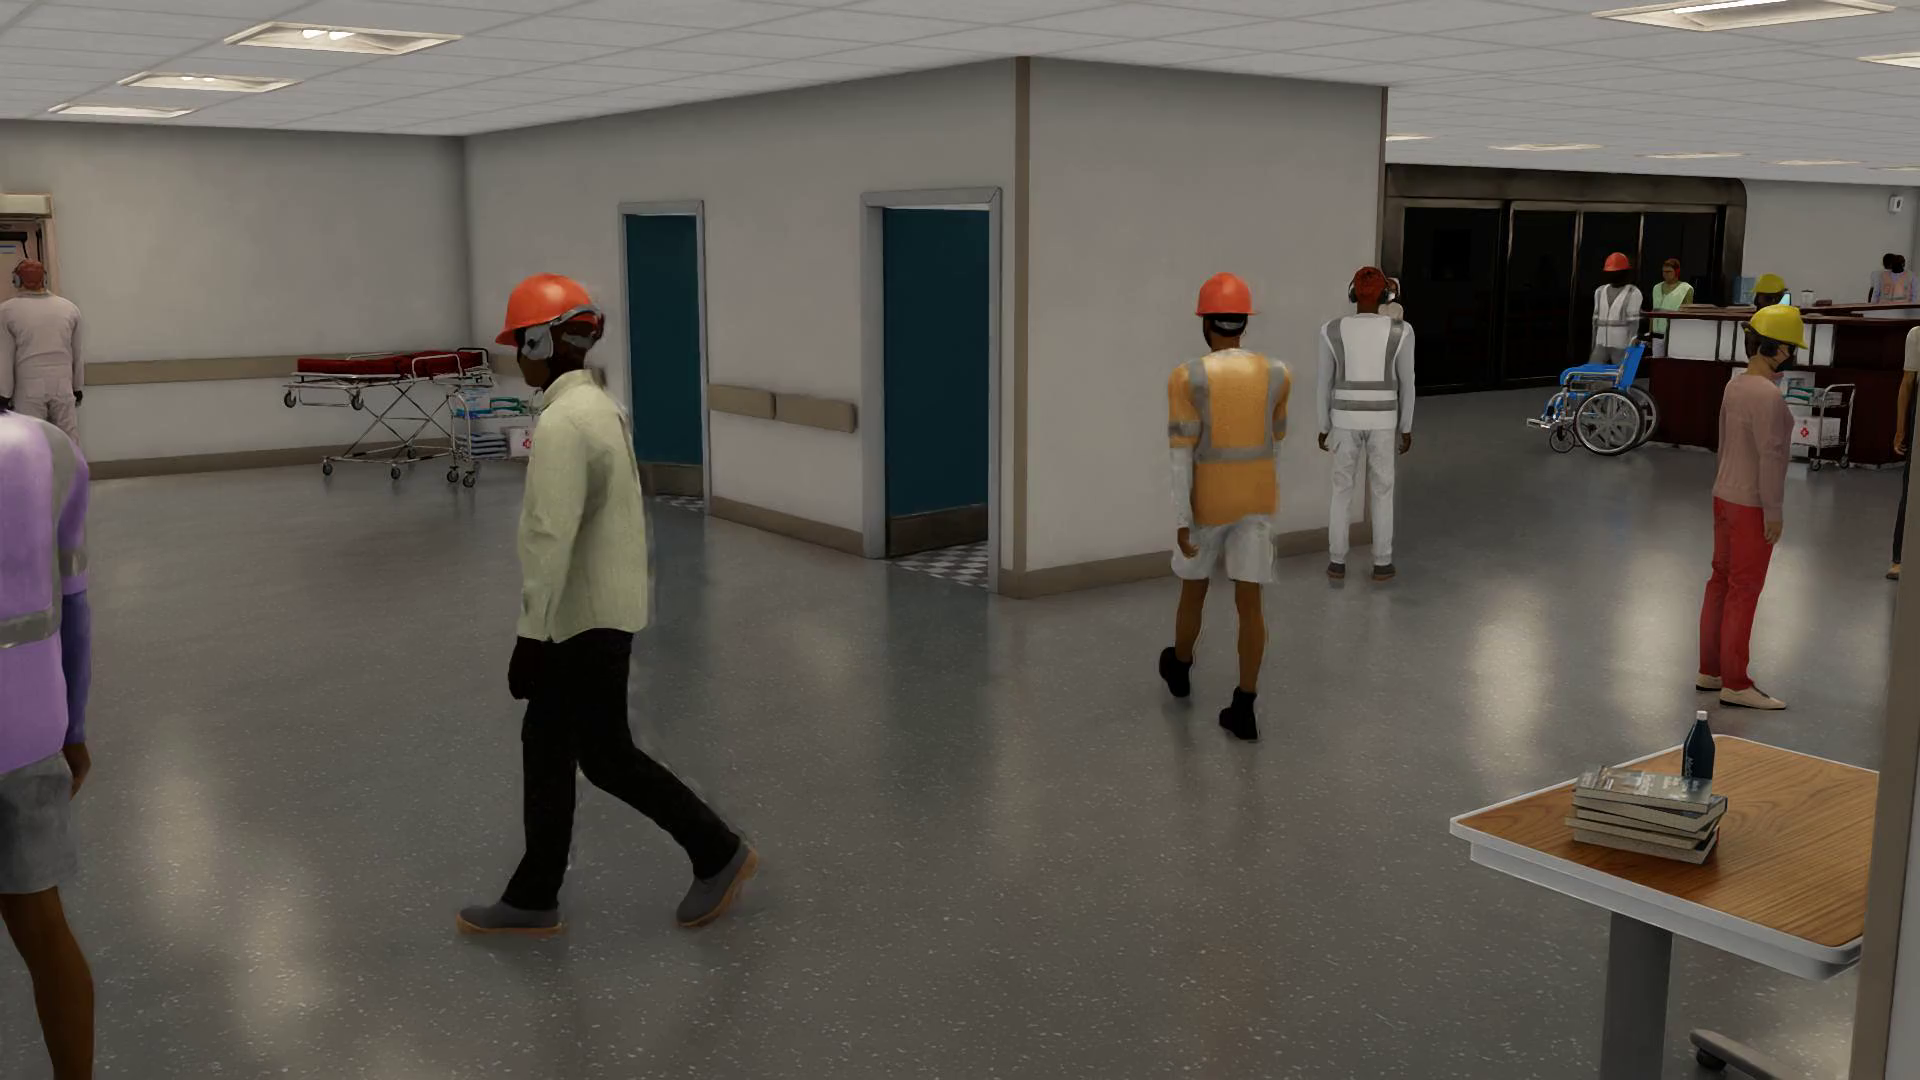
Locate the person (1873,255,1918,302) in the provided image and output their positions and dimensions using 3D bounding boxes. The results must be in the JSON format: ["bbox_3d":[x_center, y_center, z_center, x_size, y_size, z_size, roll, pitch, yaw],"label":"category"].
[{"bbox_3d":[15.448,-3.795,27.525,0.634,1.834,0.429,8,13,39],"label":"person"}]

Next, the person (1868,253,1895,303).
[{"bbox_3d":[15.618,-3.915,28.151,0.333,1.857,0.520,-8,13,-39],"label":"person"}]

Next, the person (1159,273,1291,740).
[{"bbox_3d":[1.099,-0.174,7.069,0.550,1.886,0.977,-1,10,-7],"label":"person"}]

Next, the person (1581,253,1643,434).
[{"bbox_3d":[6.843,-2.056,17.540,0.610,1.918,0.582,-8,13,-37],"label":"person"}]

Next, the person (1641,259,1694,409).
[{"bbox_3d":[8.581,-2.476,20.128,0.390,1.838,0.563,-5,11,-27],"label":"person"}]

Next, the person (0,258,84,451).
[{"bbox_3d":[-6.917,-1.150,12.501,0.410,1.909,0.643,7,12,34],"label":"person"}]

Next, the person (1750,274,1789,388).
[{"bbox_3d":[6.737,-1.340,13.960,0.304,1.772,0.525,7,12,33],"label":"person"}]

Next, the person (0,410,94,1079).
[{"bbox_3d":[-2.056,0.414,3.418,0.409,2.030,0.610,3,11,17],"label":"person"}]

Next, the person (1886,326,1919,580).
[{"bbox_3d":[5.853,-0.652,9.900,0.506,1.839,0.343,6,12,29],"label":"person"}]

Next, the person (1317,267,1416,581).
[{"bbox_3d":[2.431,-0.691,9.997,0.576,1.882,0.355,3,11,16],"label":"person"}]

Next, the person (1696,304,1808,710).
[{"bbox_3d":[3.489,-0.148,7.307,0.327,1.760,0.523,1,10,5],"label":"person"}]

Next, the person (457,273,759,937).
[{"bbox_3d":[-1.038,0.212,4.790,0.837,1.946,0.660,-2,10,-9],"label":"person"}]
